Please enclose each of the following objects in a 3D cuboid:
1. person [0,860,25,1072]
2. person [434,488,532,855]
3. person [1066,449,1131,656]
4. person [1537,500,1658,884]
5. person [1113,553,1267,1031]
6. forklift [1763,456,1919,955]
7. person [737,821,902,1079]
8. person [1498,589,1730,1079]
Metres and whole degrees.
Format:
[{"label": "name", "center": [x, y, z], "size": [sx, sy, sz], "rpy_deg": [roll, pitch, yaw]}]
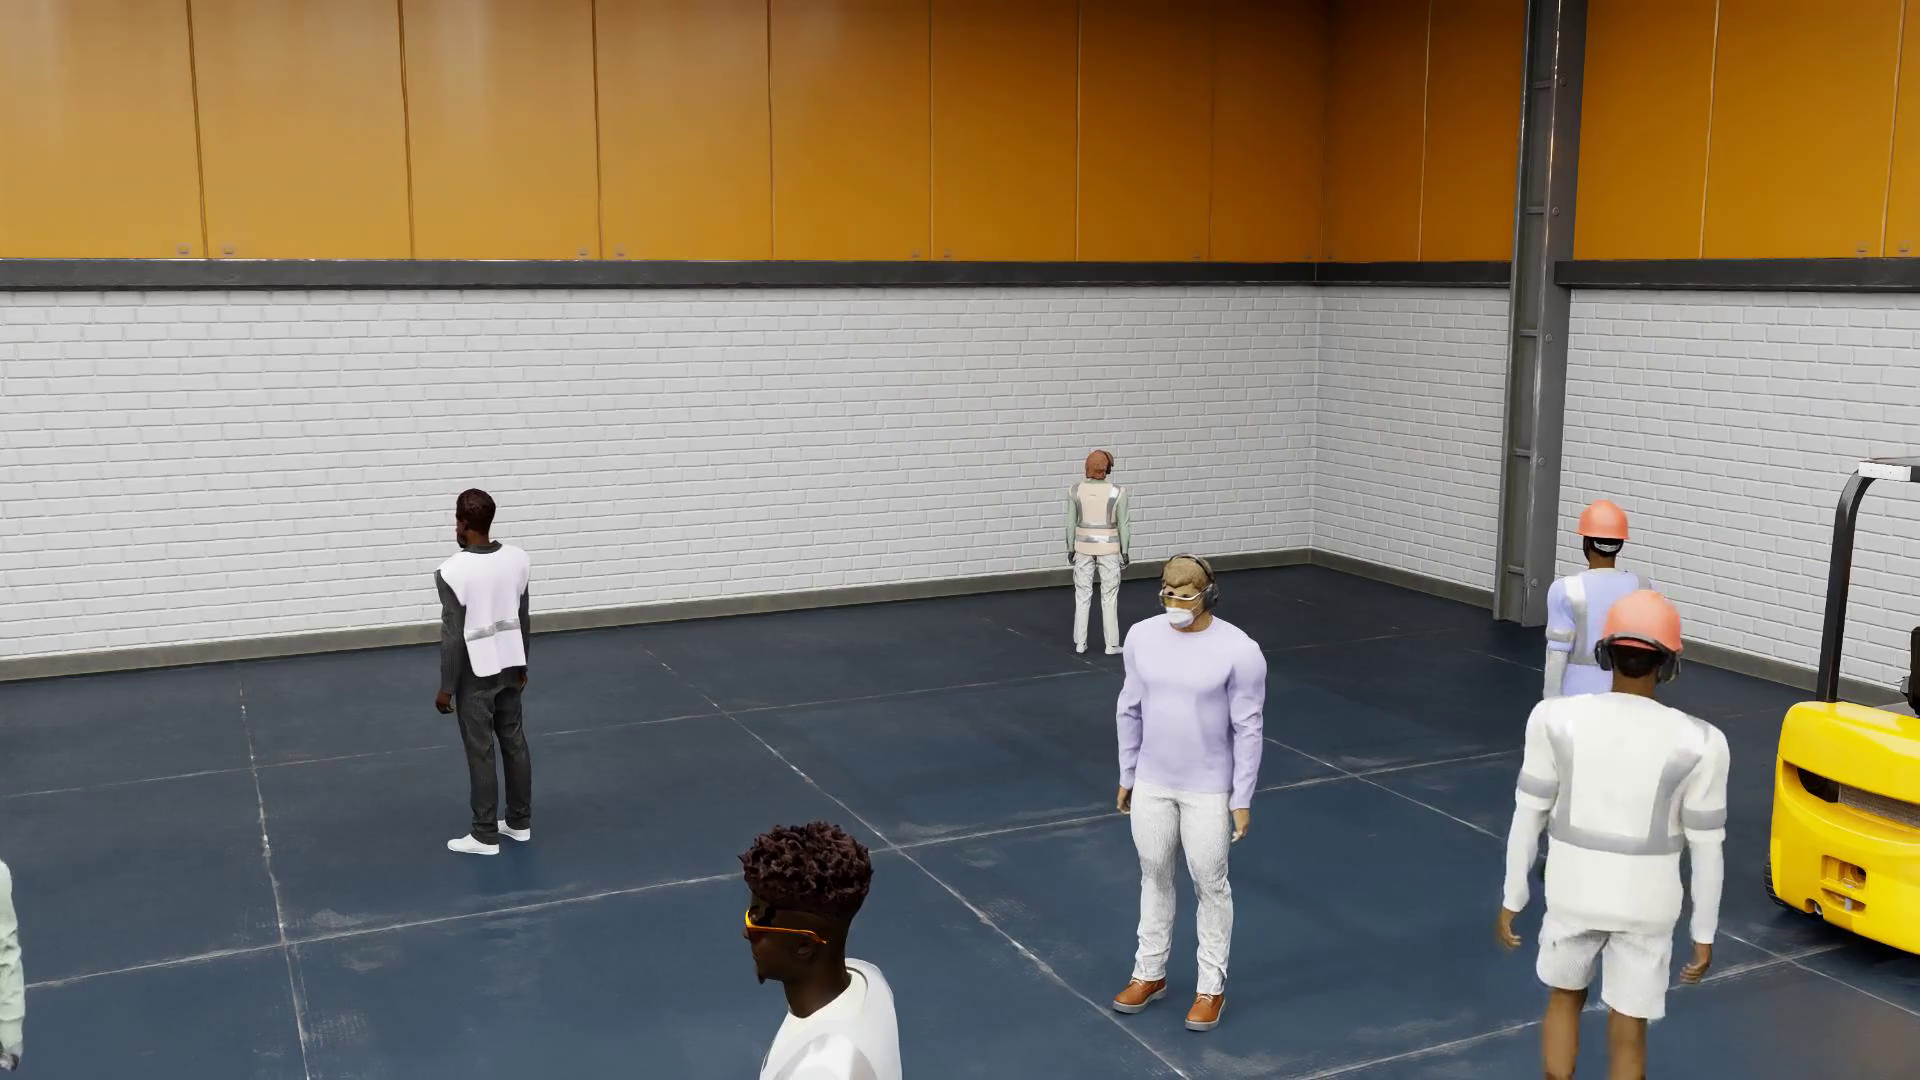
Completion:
[{"label": "person", "center": [-3.043, 1.443, 4.889], "size": [0.549, 1.621, 0.494], "rpy_deg": [-3, 10, -19]}, {"label": "person", "center": [-2.474, 0.686, 8.690], "size": [0.392, 1.920, 0.589], "rpy_deg": [5, 11, 30]}, {"label": "person", "center": [1.090, 0.106, 13.154], "size": [0.523, 1.639, 0.306], "rpy_deg": [3, 10, 19]}, {"label": "person", "center": [3.088, 0.768, 8.122], "size": [0.551, 1.936, 0.357], "rpy_deg": [-1, 9, -5]}, {"label": "person", "center": [0.907, 0.998, 6.711], "size": [0.627, 1.935, 0.373], "rpy_deg": [6, 11, 32]}, {"label": "forklift", "center": [4.857, 0.731, 7.561], "size": [2.313, 2.155, 1.214], "rpy_deg": [-4, 10, -25]}, {"label": "person", "center": [-0.288, 1.519, 3.374], "size": [0.367, 1.966, 0.606], "rpy_deg": [0, 9, 1]}, {"label": "person", "center": [2.100, 1.165, 5.372], "size": [0.662, 2.024, 0.509], "rpy_deg": [5, 10, 29]}]
